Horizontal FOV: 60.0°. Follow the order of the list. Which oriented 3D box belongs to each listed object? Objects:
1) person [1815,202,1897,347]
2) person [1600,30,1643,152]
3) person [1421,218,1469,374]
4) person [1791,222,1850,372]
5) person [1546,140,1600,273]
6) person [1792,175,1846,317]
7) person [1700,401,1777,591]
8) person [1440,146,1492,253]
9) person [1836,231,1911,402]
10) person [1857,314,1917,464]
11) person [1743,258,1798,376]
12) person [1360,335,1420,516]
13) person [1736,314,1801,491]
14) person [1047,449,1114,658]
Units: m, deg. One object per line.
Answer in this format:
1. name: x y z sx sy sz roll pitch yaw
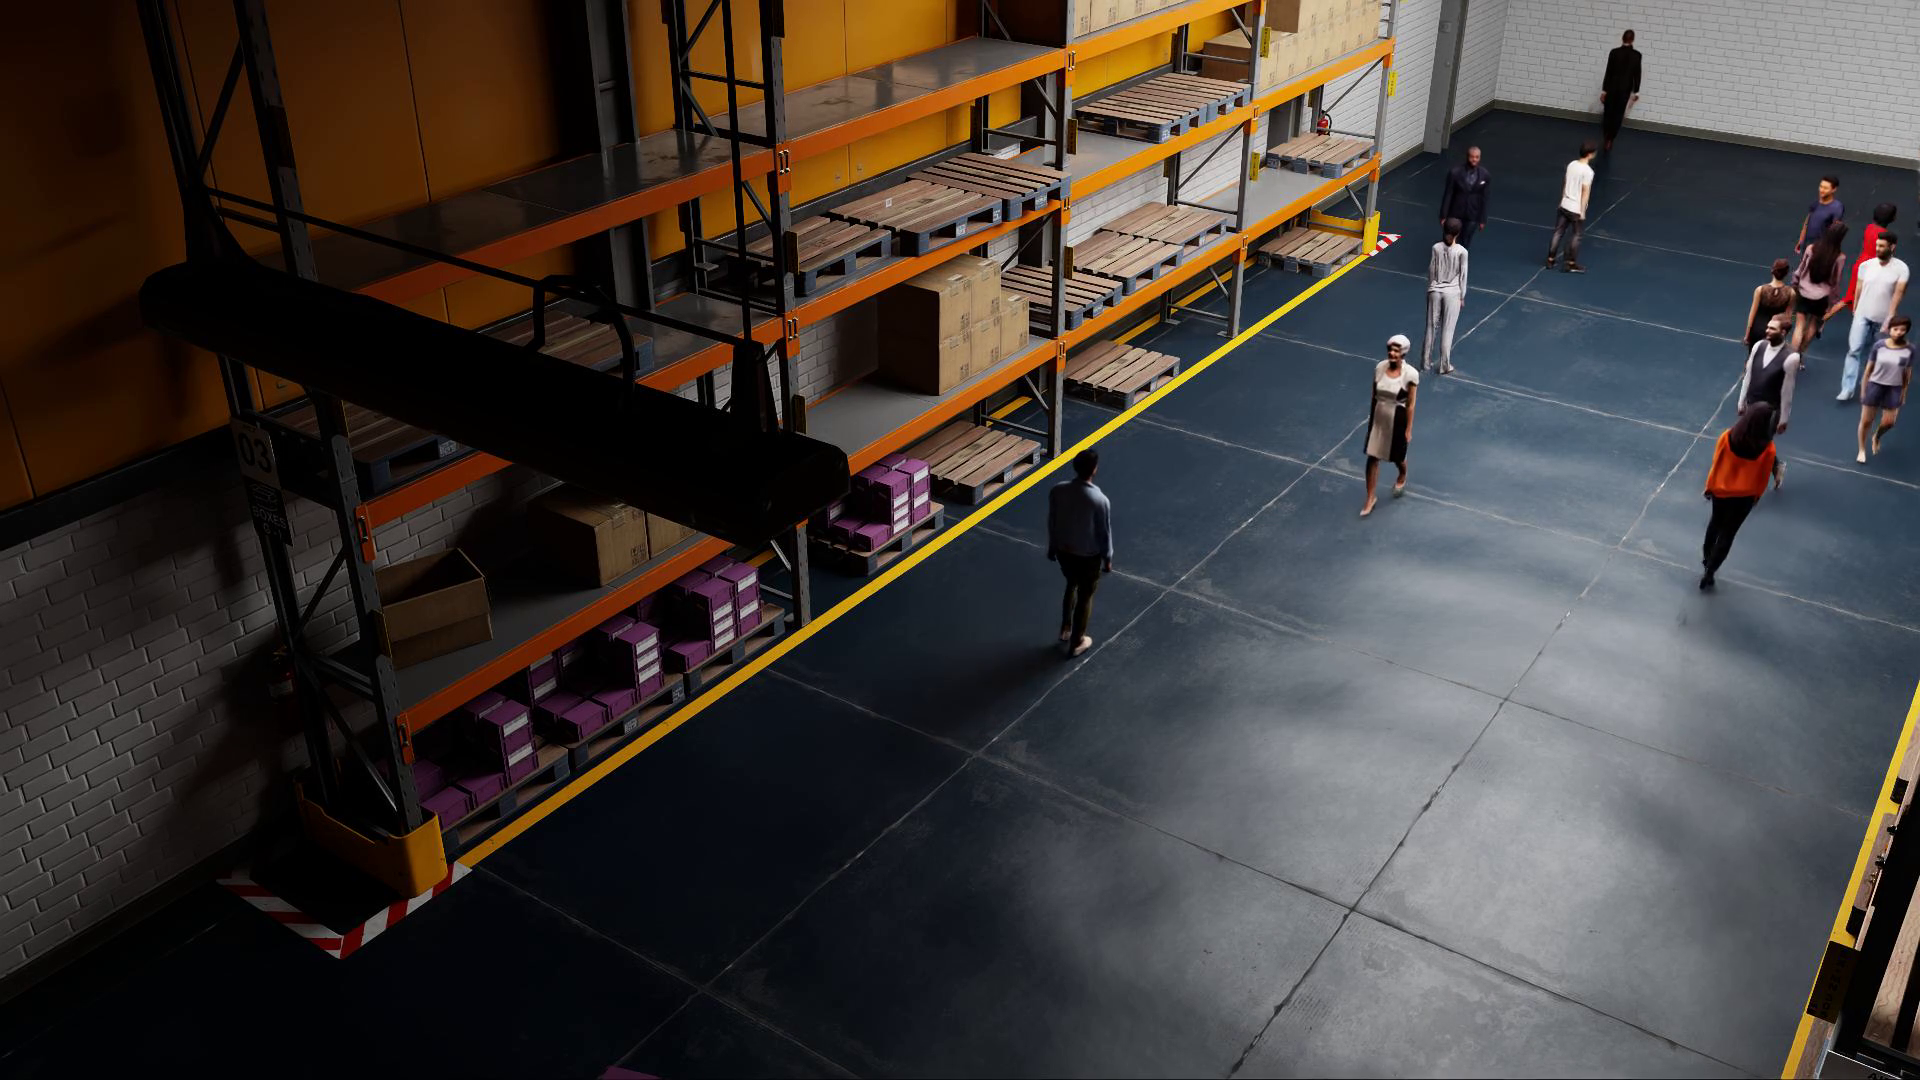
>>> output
1. person: 10.359 -3.029 19.150 1.073 1.723 0.991 -6 29 -11
2. person: 10.489 -7.115 26.498 0.882 1.861 1.321 12 31 21
3. person: 5.401 -2.724 18.540 0.581 1.773 0.519 19 34 31
4. person: 9.391 -2.622 18.342 0.761 1.783 0.751 20 35 32
5. person: 7.917 -4.332 21.558 0.875 1.705 0.835 -13 31 -22
6. person: 10.394 -3.544 20.036 0.876 1.779 0.821 -7 29 -13
7. person: 6.588 -0.347 14.226 0.678 1.730 0.794 22 36 35
8. person: 6.350 -4.105 21.033 0.847 1.810 0.858 3 29 5
9. person: 9.905 -2.430 17.949 0.721 1.821 1.182 21 35 33
10. person: 9.222 -1.538 16.597 0.617 1.551 0.641 12 31 21
11. person: 8.536 -2.142 17.618 0.667 1.634 1.144 14 31 24
12. person: 4.081 -1.094 15.603 0.683 1.724 1.055 22 35 34
13. person: 7.657 -1.234 15.671 1.231 1.903 1.060 -14 32 -24
14. person: 0.913 0.142 13.259 0.685 1.798 0.612 17 33 29
